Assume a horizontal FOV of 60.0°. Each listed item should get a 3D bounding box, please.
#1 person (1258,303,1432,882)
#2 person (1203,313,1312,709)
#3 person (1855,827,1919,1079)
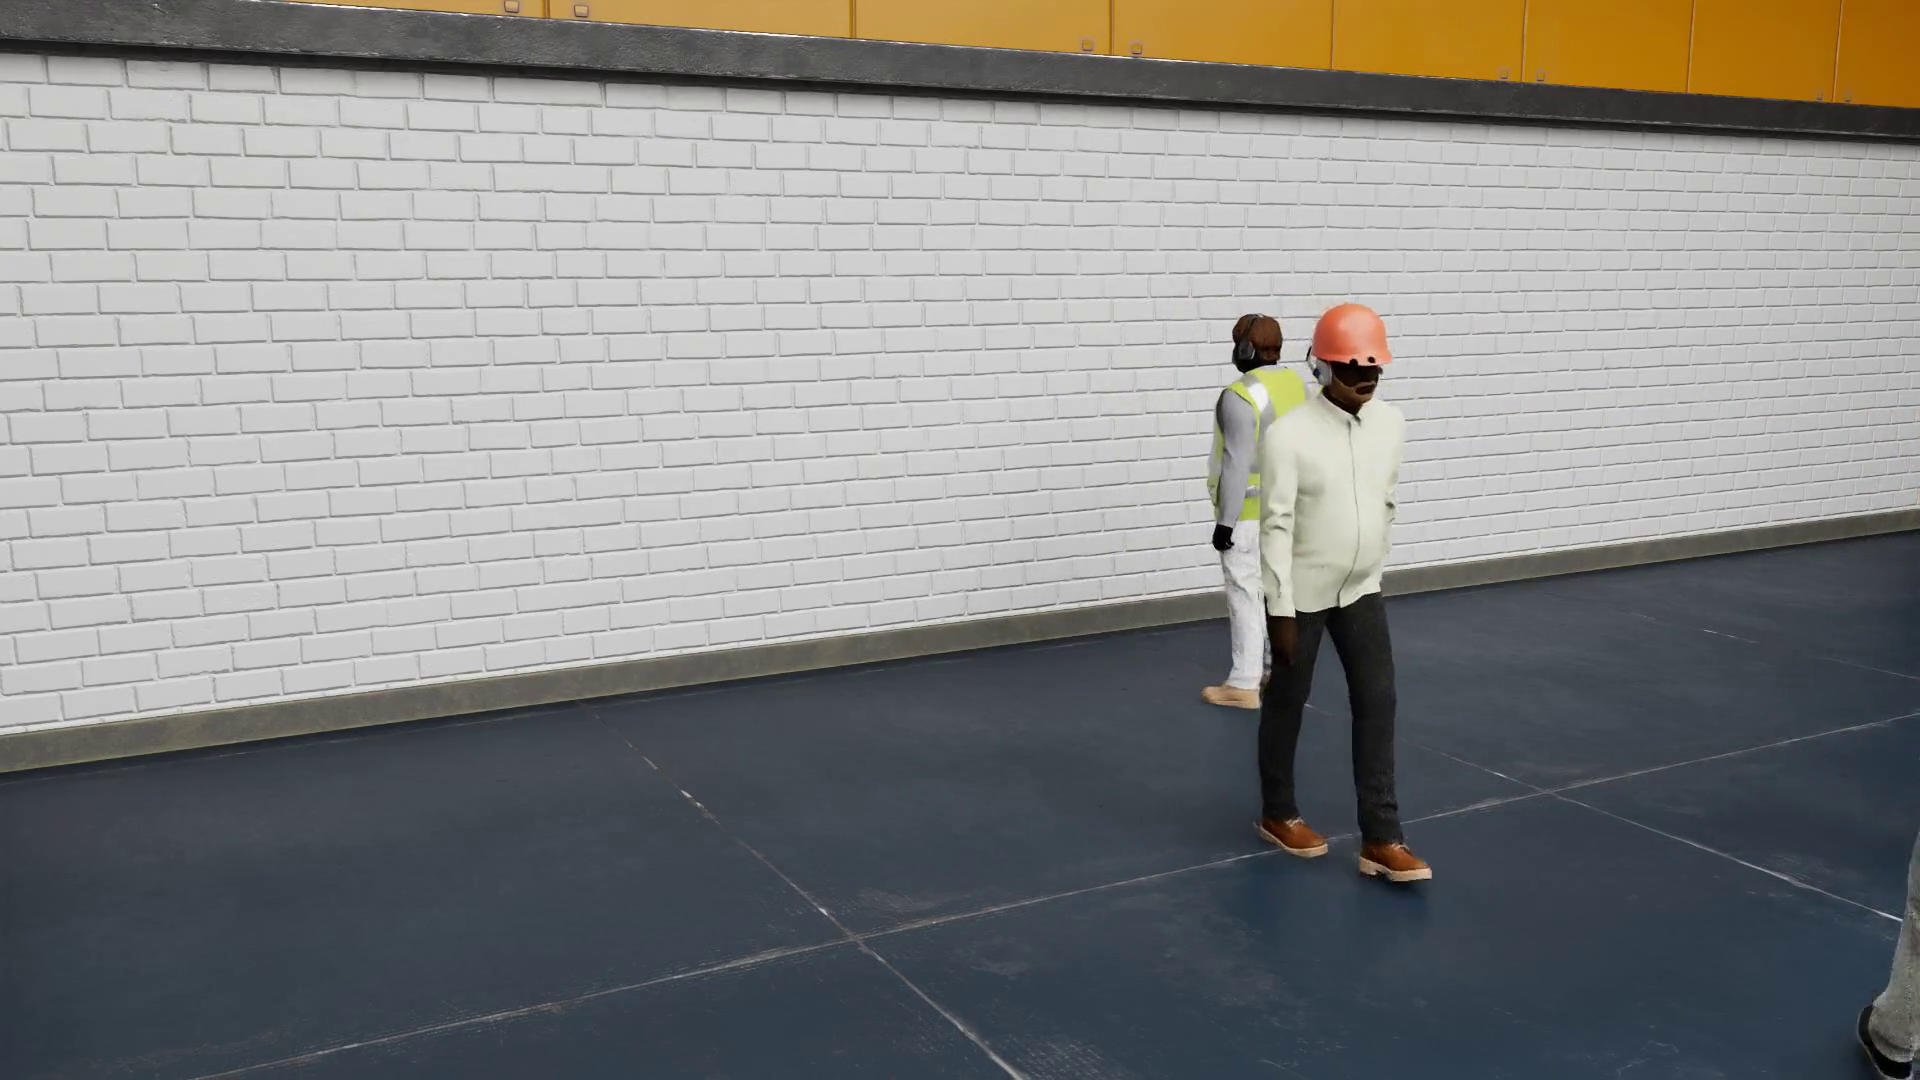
[{"bbox_3d":[1.297,0.192,5.595,0.645,1.949,0.875,-5,11,-24],"label":"person"},{"bbox_3d":[1.373,-0.136,7.801,0.429,1.841,0.632,9,13,40],"label":"person"},{"bbox_3d":[2.473,0.596,3.823,0.562,1.773,1.011,2,10,9],"label":"person"}]
